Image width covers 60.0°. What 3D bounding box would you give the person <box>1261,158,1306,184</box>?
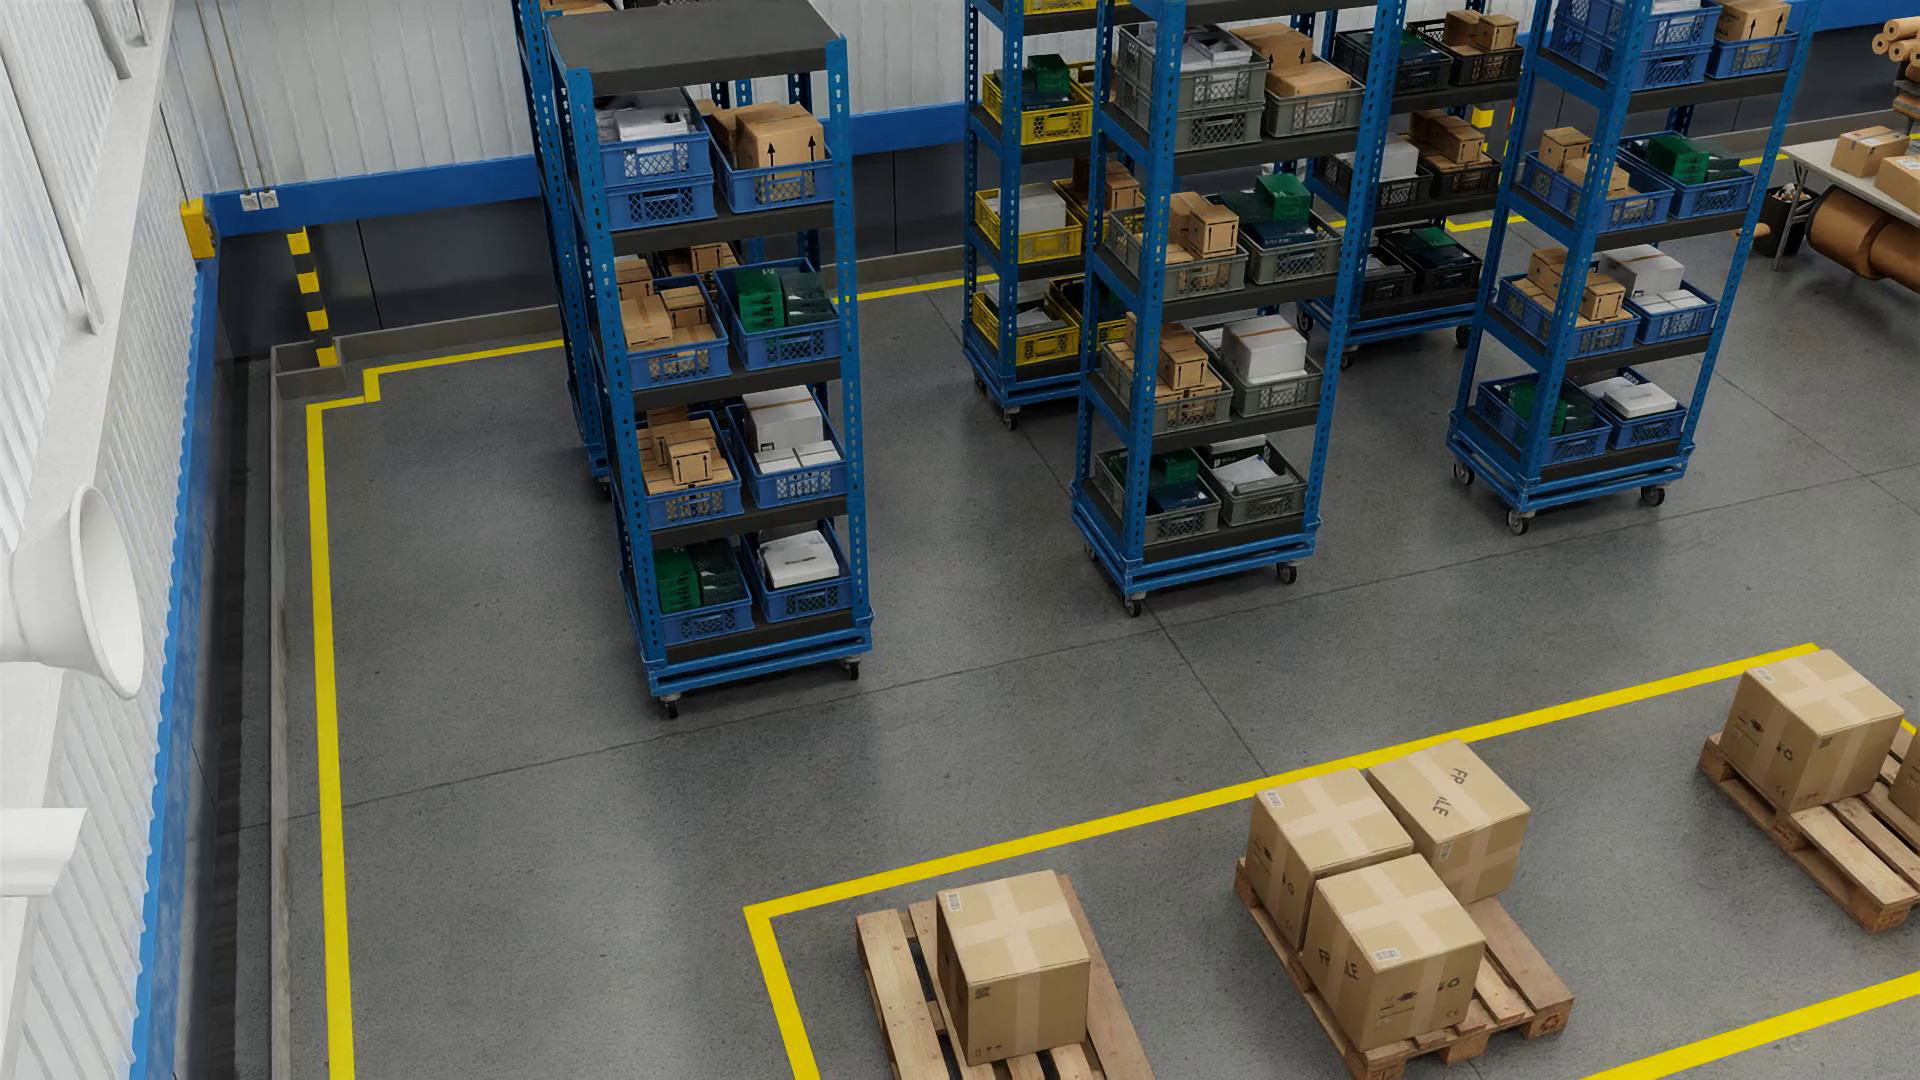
[{"bbox_3d":[2.412,-2.704,12.489,0.338,1.881,0.580,5,35,7],"label":"person"}]
